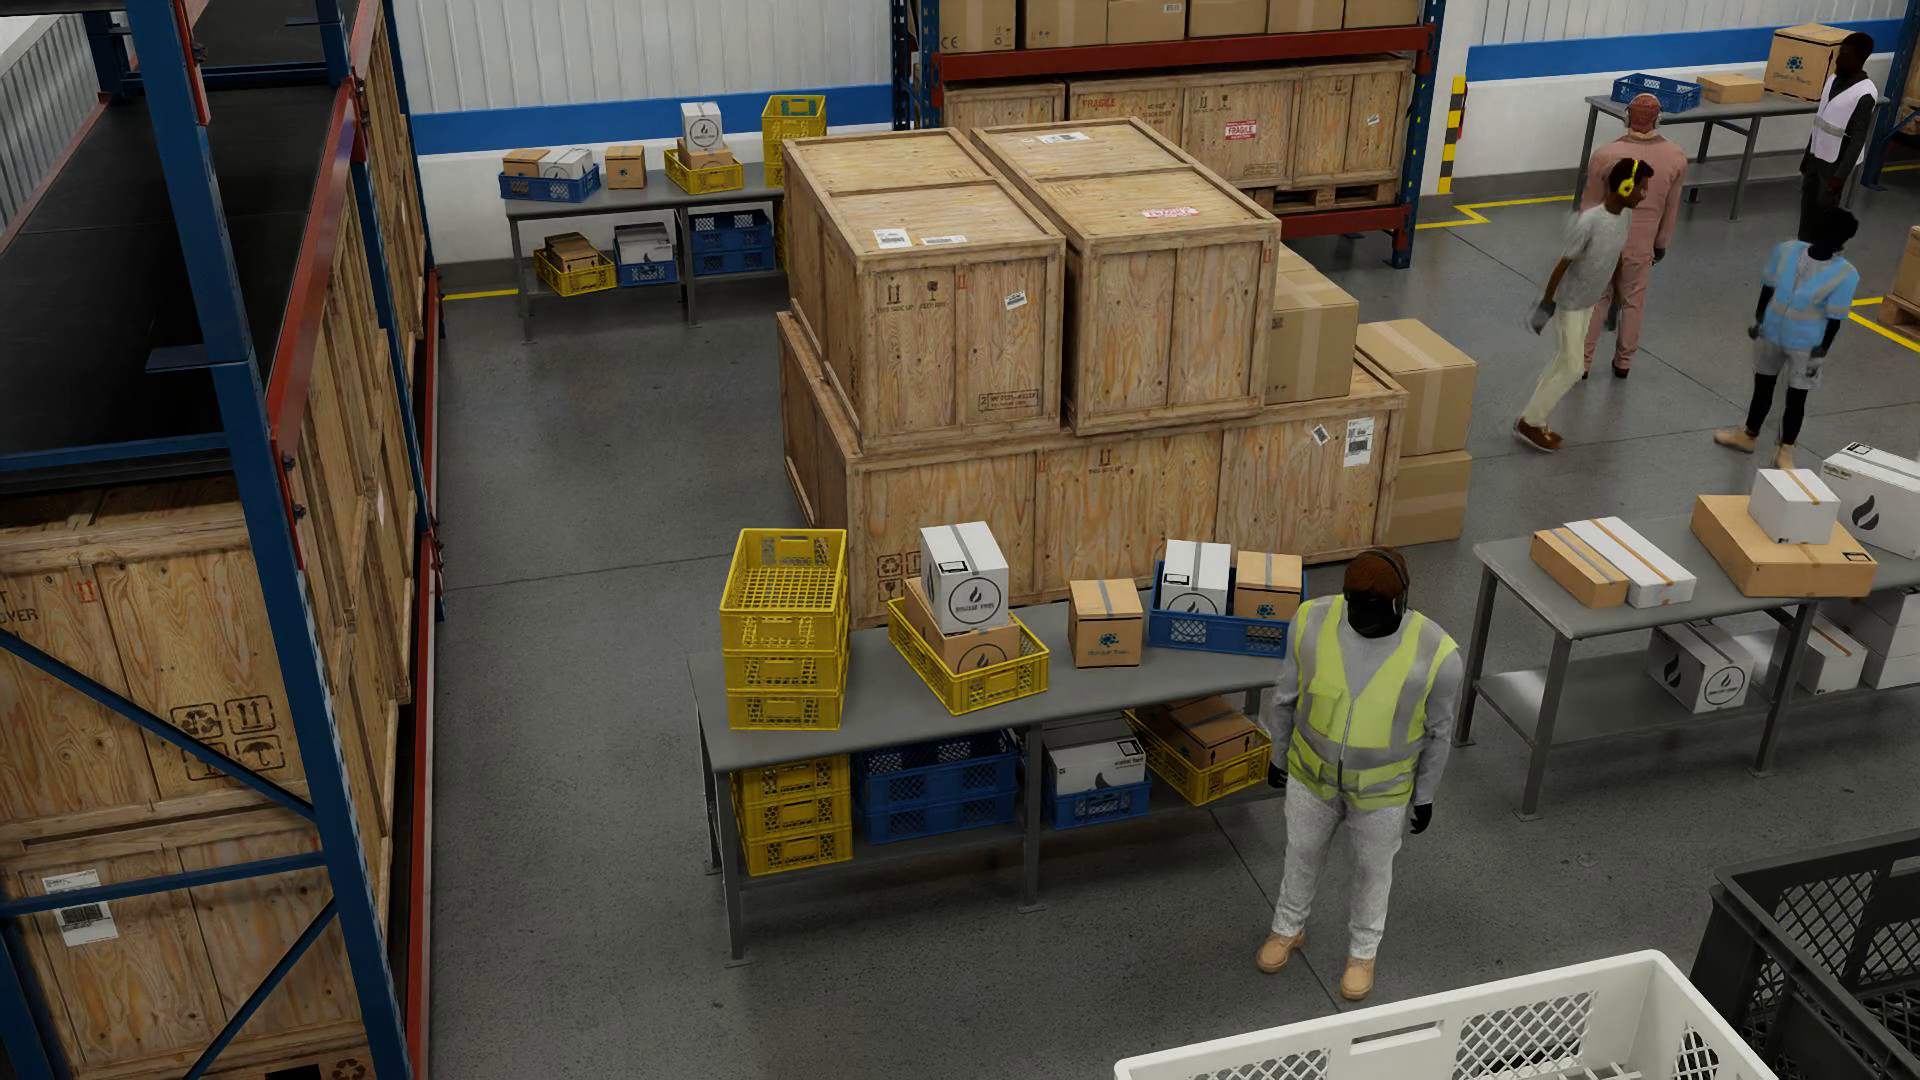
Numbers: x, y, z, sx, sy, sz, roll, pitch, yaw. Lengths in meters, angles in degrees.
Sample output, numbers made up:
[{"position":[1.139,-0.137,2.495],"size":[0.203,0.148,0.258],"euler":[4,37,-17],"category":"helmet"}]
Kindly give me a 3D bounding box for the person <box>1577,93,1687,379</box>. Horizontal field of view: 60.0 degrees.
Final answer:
[{"position":[4.378,-2.000,11.037],"size":[0.652,1.904,0.403],"euler":[0,29,-1],"category":"person"}]

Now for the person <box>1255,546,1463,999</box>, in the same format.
[{"position":[1.396,0.839,5.948],"size":[0.634,1.841,0.429],"euler":[14,32,23],"category":"person"}]

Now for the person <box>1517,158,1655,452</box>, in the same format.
[{"position":[3.746,-1.421,10.062],"size":[0.536,1.828,0.533],"euler":[-24,37,-37],"category":"person"}]

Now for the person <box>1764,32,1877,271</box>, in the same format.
[{"position":[6.591,-2.867,12.594],"size":[0.391,1.922,0.593],"euler":[-1,29,-2],"category":"person"}]

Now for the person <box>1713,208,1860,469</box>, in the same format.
[{"position":[4.880,-1.209,9.848],"size":[0.322,1.670,0.669],"euler":[-16,33,-27],"category":"person"}]
